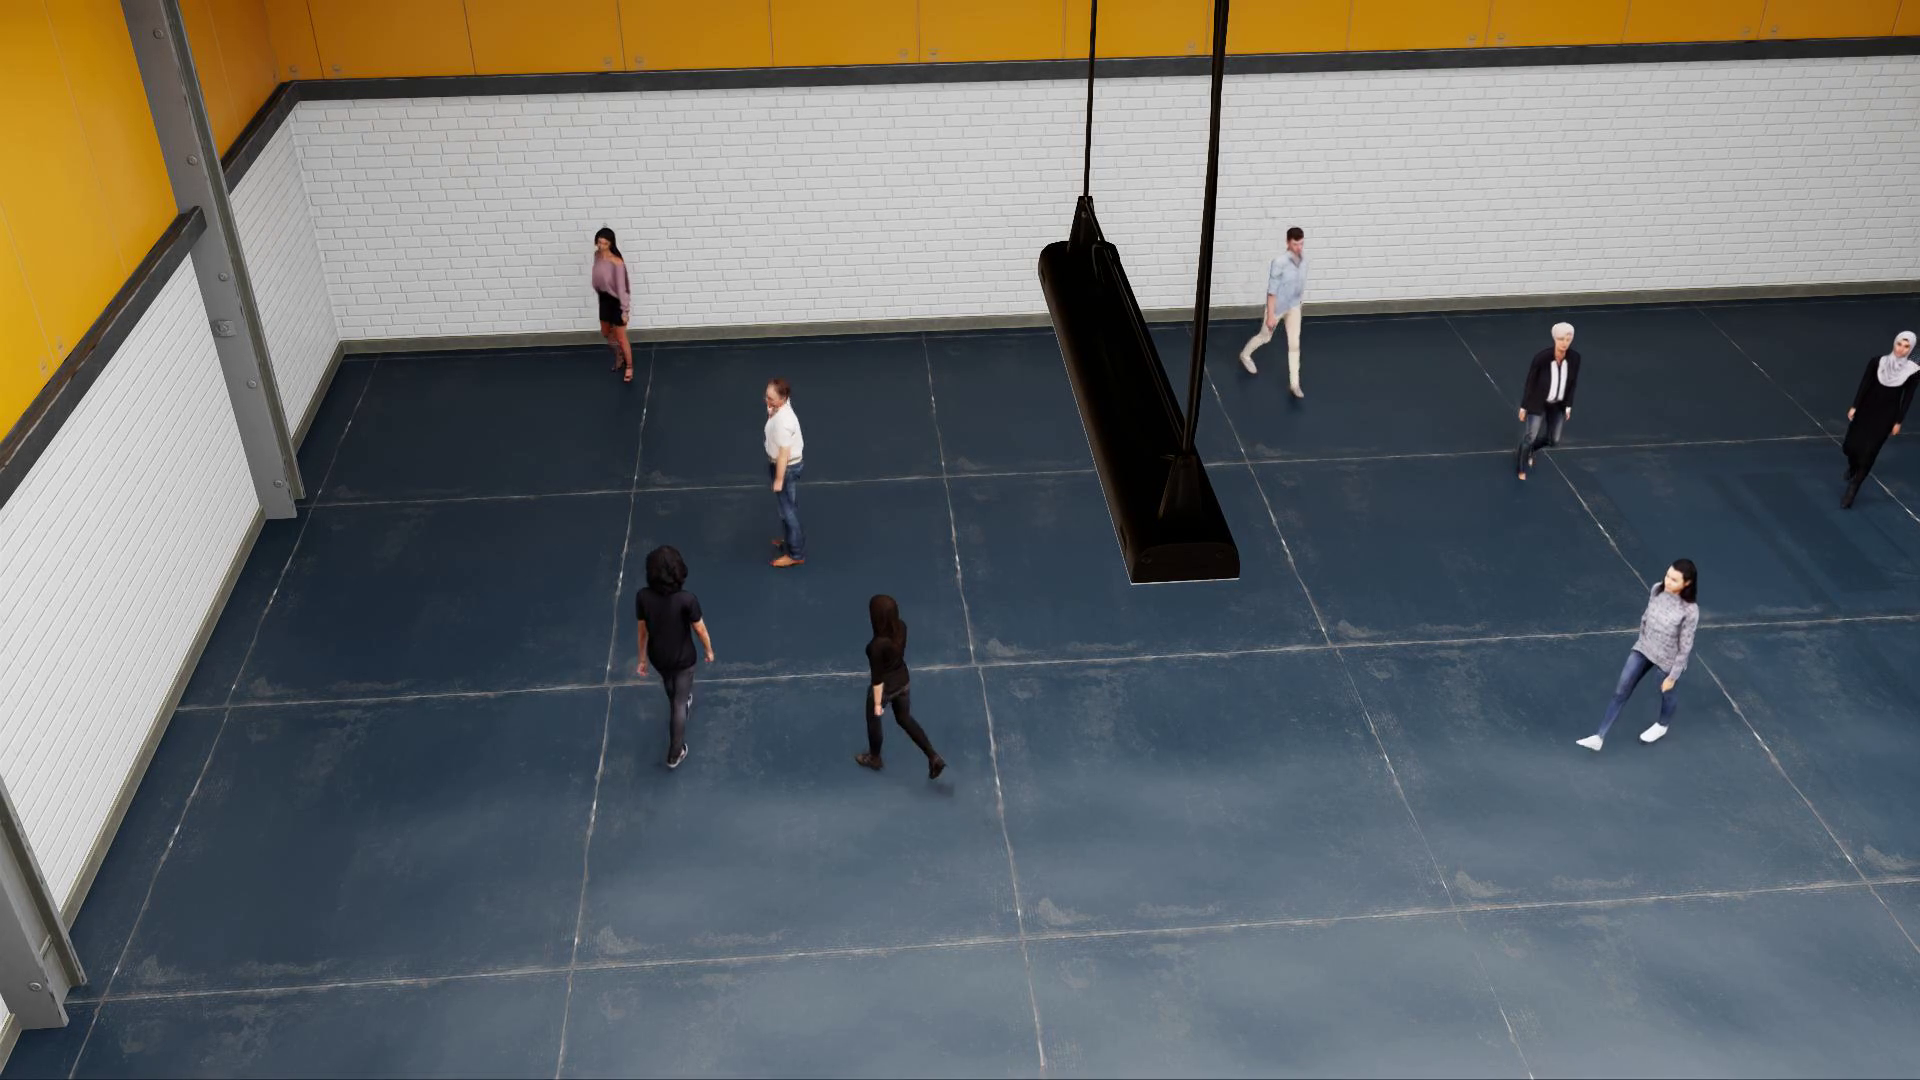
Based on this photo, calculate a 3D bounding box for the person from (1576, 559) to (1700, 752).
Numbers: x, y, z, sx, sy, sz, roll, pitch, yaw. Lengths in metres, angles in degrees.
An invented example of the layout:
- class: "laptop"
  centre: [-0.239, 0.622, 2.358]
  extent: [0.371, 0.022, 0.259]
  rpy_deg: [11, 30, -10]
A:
- class: "person"
  centre: [5.294, 0.862, 12.425]
  extent: [1.009, 1.690, 1.141]
  rpy_deg: [-18, 38, -25]

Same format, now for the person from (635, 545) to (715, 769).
- class: "person"
  centre: [-2.154, 0.901, 12.262]
  extent: [0.853, 1.805, 1.095]
  rpy_deg: [6, 34, 8]

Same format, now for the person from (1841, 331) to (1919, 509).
- class: "person"
  centre: [8.493, -1.161, 15.396]
  extent: [0.856, 1.770, 0.918]
  rpy_deg: [25, 41, 32]

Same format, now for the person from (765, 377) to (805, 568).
- class: "person"
  centre: [-1.522, -0.632, 14.540]
  extent: [0.761, 1.837, 0.509]
  rpy_deg: [4, 34, 5]

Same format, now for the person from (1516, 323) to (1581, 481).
- class: "person"
  centre: [5.511, -1.308, 15.832]
  extent: [0.781, 1.769, 0.769]
  rpy_deg: [1, 34, 1]

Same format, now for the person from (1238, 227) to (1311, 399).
- class: "person"
  centre: [3.291, -2.447, 17.293]
  extent: [0.994, 1.812, 1.326]
  rpy_deg: [-18, 37, -24]

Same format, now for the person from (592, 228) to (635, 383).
- class: "person"
  centre: [-3.576, -2.442, 17.315]
  extent: [0.866, 1.780, 0.814]
  rpy_deg: [-27, 42, -35]

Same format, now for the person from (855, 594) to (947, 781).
- class: "person"
  centre: [-0.443, 1.101, 12.128]
  extent: [1.028, 1.620, 0.974]
  rpy_deg: [24, 40, 31]
